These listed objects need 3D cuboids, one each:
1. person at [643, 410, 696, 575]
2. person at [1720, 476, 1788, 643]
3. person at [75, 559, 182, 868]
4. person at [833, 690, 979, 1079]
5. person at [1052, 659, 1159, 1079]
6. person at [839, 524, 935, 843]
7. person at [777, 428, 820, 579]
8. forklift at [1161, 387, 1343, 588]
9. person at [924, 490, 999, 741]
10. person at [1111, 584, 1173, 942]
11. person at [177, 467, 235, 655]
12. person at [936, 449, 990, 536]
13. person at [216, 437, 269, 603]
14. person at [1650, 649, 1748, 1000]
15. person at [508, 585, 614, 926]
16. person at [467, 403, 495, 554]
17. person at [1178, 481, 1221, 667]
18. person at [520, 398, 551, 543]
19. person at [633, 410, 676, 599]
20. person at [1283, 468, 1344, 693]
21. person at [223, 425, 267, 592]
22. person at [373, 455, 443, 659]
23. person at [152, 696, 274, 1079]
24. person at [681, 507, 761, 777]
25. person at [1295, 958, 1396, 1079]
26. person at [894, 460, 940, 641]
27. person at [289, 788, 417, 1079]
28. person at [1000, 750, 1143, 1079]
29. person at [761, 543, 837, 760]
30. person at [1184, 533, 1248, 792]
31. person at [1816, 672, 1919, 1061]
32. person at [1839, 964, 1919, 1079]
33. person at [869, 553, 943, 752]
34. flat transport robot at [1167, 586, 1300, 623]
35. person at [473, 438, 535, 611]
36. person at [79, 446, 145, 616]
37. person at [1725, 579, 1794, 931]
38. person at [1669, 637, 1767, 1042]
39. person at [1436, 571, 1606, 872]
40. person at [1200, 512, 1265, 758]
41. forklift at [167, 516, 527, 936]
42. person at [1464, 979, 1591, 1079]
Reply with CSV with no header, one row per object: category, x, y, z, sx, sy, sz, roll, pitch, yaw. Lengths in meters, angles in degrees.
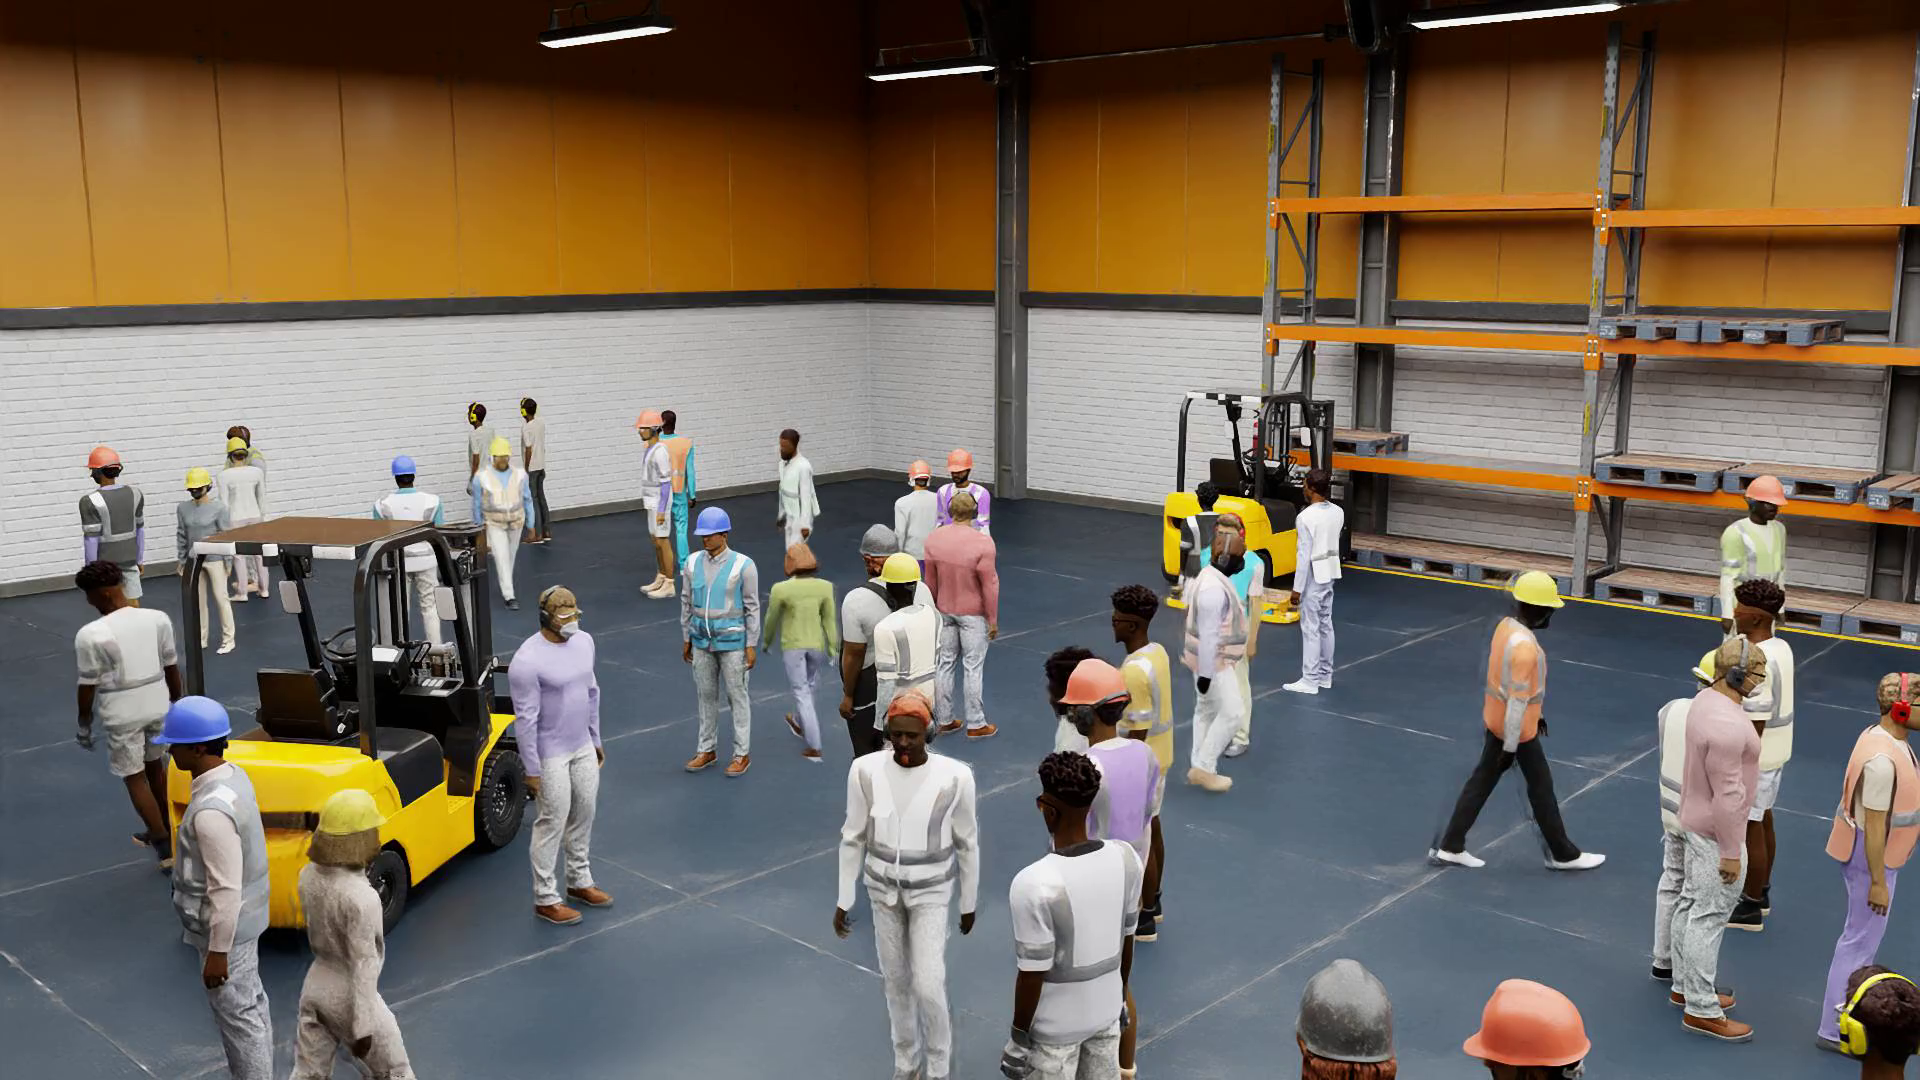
person,-3.344,-0.539,19.192,0.587,1.911,0.397,0,10,1
person,6.143,0.509,12.858,0.613,2.036,0.390,-5,11,-25
person,-4.991,1.051,10.120,0.672,1.918,0.661,5,11,25
person,-0.247,1.578,7.236,0.594,1.868,0.509,3,10,18
person,0.583,1.514,7.168,0.409,2.029,0.613,9,13,40
person,-0.523,0.900,10.622,0.689,2.000,0.539,-9,13,-41
person,-1.719,-0.242,17.524,0.443,1.902,0.662,-5,11,-26
forklift,3.298,-0.608,18.767,1.214,2.155,2.313,9,13,42
person,0.026,0.572,12.775,0.635,1.939,0.359,7,12,33
person,0.971,1.209,9.072,0.369,1.965,0.608,3,10,18
person,-7.009,0.196,15.441,0.529,1.761,0.340,2,10,9
person,0.014,0.109,15.450,0.544,1.930,0.388,5,11,26
person,-7.668,-0.217,17.763,0.326,1.767,0.533,8,13,38
person,3.716,1.419,8.305,0.403,1.820,0.603,-2,10,-13
person,-2.237,1.191,9.304,0.377,1.927,0.635,5,11,25
person,-5.924,-0.760,20.554,0.327,1.874,0.521,2,10,14
person,2.214,0.314,14.960,0.536,1.690,0.319,-2,10,-12
person,-5.473,-0.889,21.305,0.310,1.864,0.532,2,10,13
person,-3.296,-0.387,17.943,0.396,2.042,0.610,-4,11,-21
person,3.023,0.347,14.119,0.392,1.919,0.591,9,13,41
person,-7.878,-0.351,18.346,0.624,1.837,0.429,8,13,40
person,-4.899,0.212,14.840,0.606,1.939,0.416,-3,10,-18
person,-3.084,1.593,6.940,0.404,1.945,0.615,-3,10,-18
person,-1.725,0.721,11.901,0.617,1.946,0.393,4,11,22
person,0.930,2.027,4.203,0.688,2.000,0.535,-1,10,-7
person,-0.381,0.112,15.924,0.563,1.751,0.342,-4,11,-24
person,-2.371,1.791,6.527,0.497,1.688,0.902,7,12,34
person,0.398,1.729,6.112,0.617,1.964,0.361,-9,13,-41
person,-1.219,0.805,12.469,0.501,1.582,0.869,-6,12,-32
person,1.774,0.851,11.514,0.445,1.823,0.651,1,10,7
person,4.259,1.505,7.768,0.378,1.838,0.560,7,12,33
person,2.442,2.064,4.519,0.512,1.861,0.325,-2,10,-10
person,-0.347,1.030,10.203,0.366,1.927,0.588,6,12,33
flat transport robot,2.923,0.628,17.206,1.431,0.197,0.652,8,13,38
person,-4.810,-0.193,17.581,0.607,1.788,0.915,-6,12,-30
person,-7.451,0.195,14.628,0.374,2.044,0.607,4,11,22
person,4.397,1.183,9.221,0.369,1.965,0.609,8,13,38
person,3.652,1.413,8.005,0.373,1.935,0.628,2,10,13
person,3.364,1.101,9.981,0.989,1.883,0.587,0,10,0
person,2.015,0.687,12.435,0.424,1.831,0.586,-9,13,-41
forklift,-3.583,0.976,9.748,1.214,2.155,2.313,2,10,11
person,1.476,2.063,4.329,0.390,1.925,0.550,8,13,38
